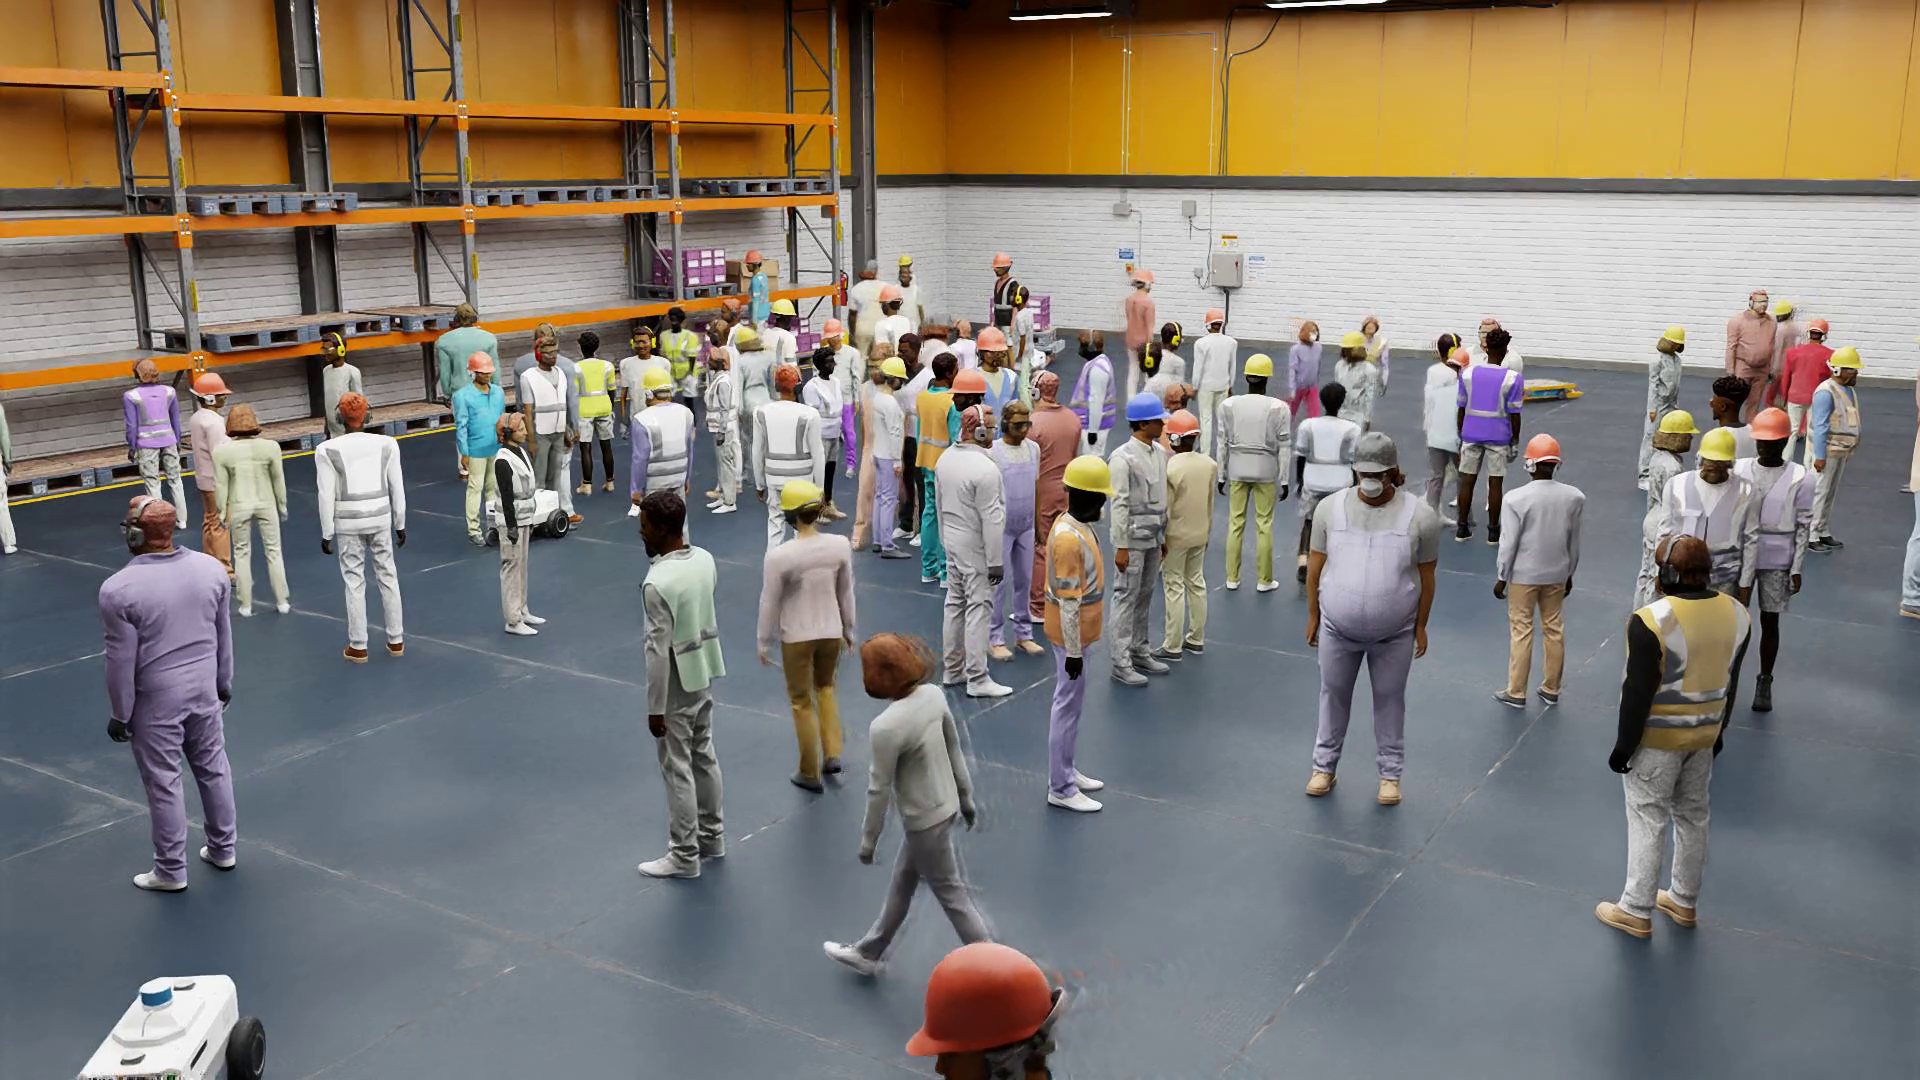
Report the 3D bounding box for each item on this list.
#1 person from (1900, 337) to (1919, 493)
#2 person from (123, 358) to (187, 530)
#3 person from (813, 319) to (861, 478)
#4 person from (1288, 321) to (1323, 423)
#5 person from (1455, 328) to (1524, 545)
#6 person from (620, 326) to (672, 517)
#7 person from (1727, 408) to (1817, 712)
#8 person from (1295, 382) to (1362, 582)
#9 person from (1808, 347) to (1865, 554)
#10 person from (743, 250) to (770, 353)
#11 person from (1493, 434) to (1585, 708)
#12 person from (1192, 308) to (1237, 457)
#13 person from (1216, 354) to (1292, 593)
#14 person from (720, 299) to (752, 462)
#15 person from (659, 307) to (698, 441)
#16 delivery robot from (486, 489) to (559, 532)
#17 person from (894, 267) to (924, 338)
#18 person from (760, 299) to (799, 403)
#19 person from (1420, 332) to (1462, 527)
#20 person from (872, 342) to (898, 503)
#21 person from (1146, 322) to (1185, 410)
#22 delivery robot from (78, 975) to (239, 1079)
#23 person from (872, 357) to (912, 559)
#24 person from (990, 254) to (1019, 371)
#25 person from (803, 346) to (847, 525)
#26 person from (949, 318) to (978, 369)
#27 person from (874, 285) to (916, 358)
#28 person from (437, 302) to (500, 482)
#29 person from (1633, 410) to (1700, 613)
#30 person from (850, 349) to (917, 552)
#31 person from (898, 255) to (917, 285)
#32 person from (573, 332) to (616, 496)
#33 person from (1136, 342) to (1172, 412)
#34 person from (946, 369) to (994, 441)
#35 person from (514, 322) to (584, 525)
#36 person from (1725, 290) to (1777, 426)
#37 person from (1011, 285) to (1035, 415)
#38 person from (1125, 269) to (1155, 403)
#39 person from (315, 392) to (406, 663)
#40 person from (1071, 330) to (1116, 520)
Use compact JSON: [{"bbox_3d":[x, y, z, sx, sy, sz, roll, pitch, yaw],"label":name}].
[{"bbox_3d":[10.054,-1.360,17.324,0.341,1.761,0.526,8,15,32],"label":"person"},{"bbox_3d":[-7.469,-0.865,15.433,0.314,1.641,0.515,10,16,36],"label":"person"},{"bbox_3d":[-1.357,-1.552,18.203,0.577,1.737,0.355,4,14,16],"label":"person"},{"bbox_3d":[4.030,-1.786,19.560,0.514,1.596,0.869,-6,14,-25],"label":"person"},{"bbox_3d":[4.764,-0.927,15.015,0.603,1.960,0.371,9,16,33],"label":"person"},{"bbox_3d":[-3.048,-1.155,16.194,0.532,1.868,0.310,-2,13,-9],"label":"person"},{"bbox_3d":[5.043,0.124,10.493,0.547,1.938,0.379,9,16,35],"label":"person"},{"bbox_3d":[2.977,-0.441,13.505,0.544,1.685,0.536,5,14,21],"label":"person"},{"bbox_3d":[7.734,-0.800,14.731,0.600,1.829,0.404,-12,18,-42],"label":"person"},{"bbox_3d":[-3.177,-3.500,26.015,0.398,2.039,0.610,1,13,5],"label":"person"},{"bbox_3d":[3.654,0.196,10.584,0.563,1.752,0.341,-3,13,-12],"label":"person"},{"bbox_3d":[2.913,-1.796,19.222,0.575,1.749,0.336,-6,14,-23],"label":"person"},{"bbox_3d":[2.356,-0.531,13.359,0.594,1.926,0.366,5,14,20],"label":"person"},{"bbox_3d":[-2.583,-1.815,19.021,0.346,1.882,0.584,-7,15,-27],"label":"person"},{"bbox_3d":[-3.468,-1.978,20.174,0.554,1.666,0.720,3,13,15],"label":"person"},{"bbox_3d":[-3.981,-0.295,15.134,0.477,0.478,0.707,6,14,24],"label":"delivery robot"},{"bbox_3d":[-0.809,-3.267,25.447,0.541,1.818,0.547,-1,13,-2],"label":"person"},{"bbox_3d":[-1.979,-1.715,18.517,0.398,1.920,0.586,-11,17,-39],"label":"person"},{"bbox_3d":[4.516,-1.013,15.598,0.434,1.855,0.563,-2,13,-10],"label":"person"},{"bbox_3d":[-0.774,-1.190,16.858,0.266,1.631,0.507,-4,14,-17],"label":"person"},{"bbox_3d":[2.055,-1.251,16.644,0.337,1.857,0.524,-11,17,-40],"label":"person"},{"bbox_3d":[-2.859,1.819,5.959,0.477,0.478,0.707,-2,13,-6],"label":"delivery robot"},{"bbox_3d":[-0.599,-0.717,14.535,0.321,1.760,0.533,-4,14,-17],"label":"person"},{"bbox_3d":[0.644,-3.270,24.988,0.390,2.039,0.614,-7,15,-27],"label":"person"},{"bbox_3d":[-1.288,-1.002,15.906,0.318,1.697,0.535,7,15,27],"label":"person"},{"bbox_3d":[0.032,-1.735,19.207,0.315,1.641,0.515,10,16,36],"label":"person"},{"bbox_3d":[-0.774,-1.857,18.853,0.394,2.041,0.612,10,16,37],"label":"person"},{"bbox_3d":[-5.268,-1.586,17.910,0.630,1.940,0.372,-4,14,-17],"label":"person"},{"bbox_3d":[4.949,-0.045,11.650,0.295,1.743,0.493,2,13,8],"label":"person"},{"bbox_3d":[-0.676,-0.840,15.005,0.517,1.814,0.879,6,14,23],"label":"person"},{"bbox_3d":[-0.948,-4.168,29.511,0.340,1.761,0.524,-7,15,-28],"label":"person"},{"bbox_3d":[-3.809,-1.305,17.221,0.541,1.696,0.316,-10,16,-36],"label":"person"},{"bbox_3d":[1.740,-0.862,14.963,0.399,1.845,0.540,5,14,22],"label":"person"},{"bbox_3d":[0.076,-0.305,12.353,0.359,1.939,0.542,-1,13,-5],"label":"person"},{"bbox_3d":[-3.878,-1.084,15.731,0.637,1.938,0.357,4,13,15],"label":"person"},{"bbox_3d":[9.491,-2.041,19.948,0.636,1.911,0.406,-2,13,-9],"label":"person"},{"bbox_3d":[0.777,-2.285,21.118,0.325,1.860,0.516,3,13,15],"label":"person"},{"bbox_3d":[2.505,-2.679,22.571,0.539,1.968,0.620,-10,16,-36],"label":"person"},{"bbox_3d":[-4.134,-0.087,11.527,0.583,1.882,0.338,-9,16,-34],"label":"person"},{"bbox_3d":[1.290,-1.114,16.107,0.430,1.835,0.644,1,13,4],"label":"person"}]
